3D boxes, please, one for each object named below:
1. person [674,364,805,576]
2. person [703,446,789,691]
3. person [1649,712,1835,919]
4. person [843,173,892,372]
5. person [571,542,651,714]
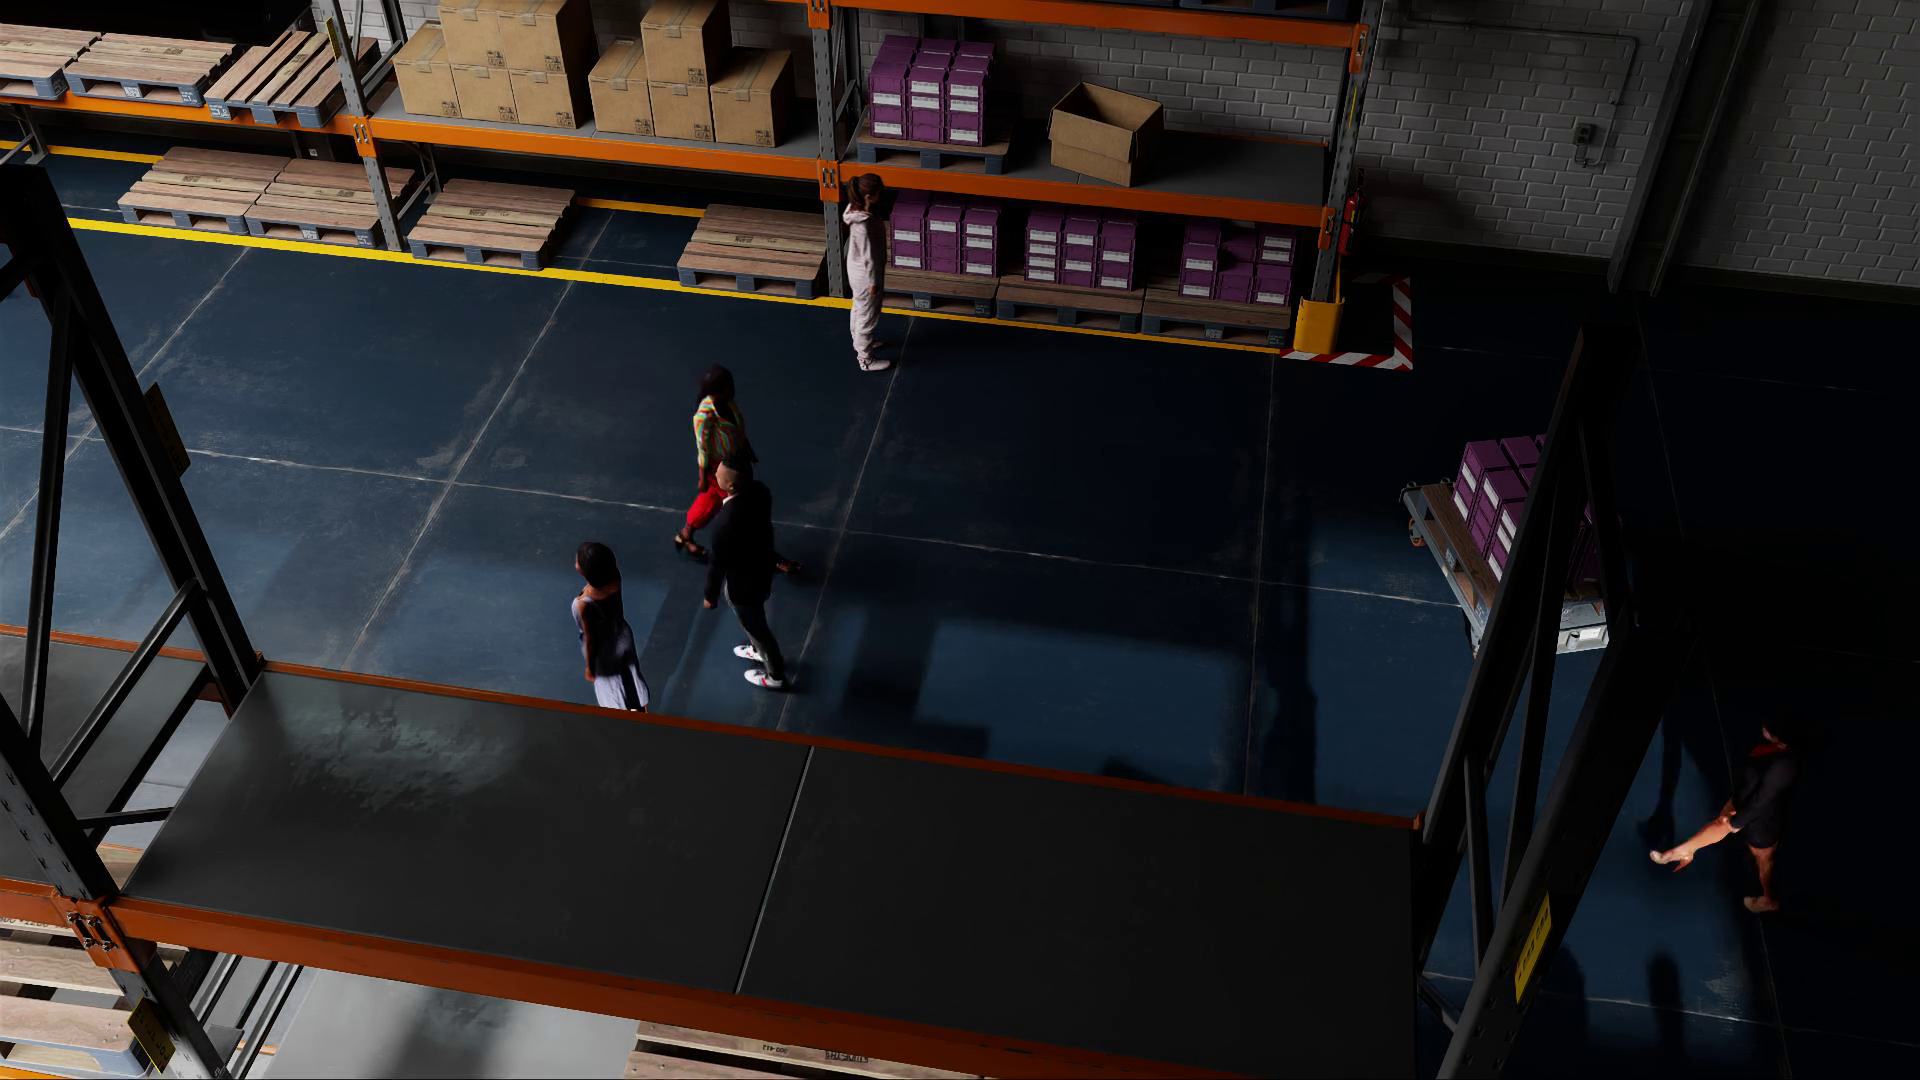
[{"bbox_3d":[-1.687,-0.456,11.222,1.199,1.736,0.635,10,45,10],"label":"person"},{"bbox_3d":[-1.232,0.224,10.364,0.722,1.935,0.742,11,45,11],"label":"person"},{"bbox_3d":[4.508,1.545,9.226,1.063,1.592,0.842,31,52,28],"label":"person"},{"bbox_3d":[-0.749,-2.115,12.997,0.698,1.690,0.716,-9,44,-9],"label":"person"},{"bbox_3d":[-2.128,0.646,10.095,0.570,1.696,0.611,15,46,15],"label":"person"}]
